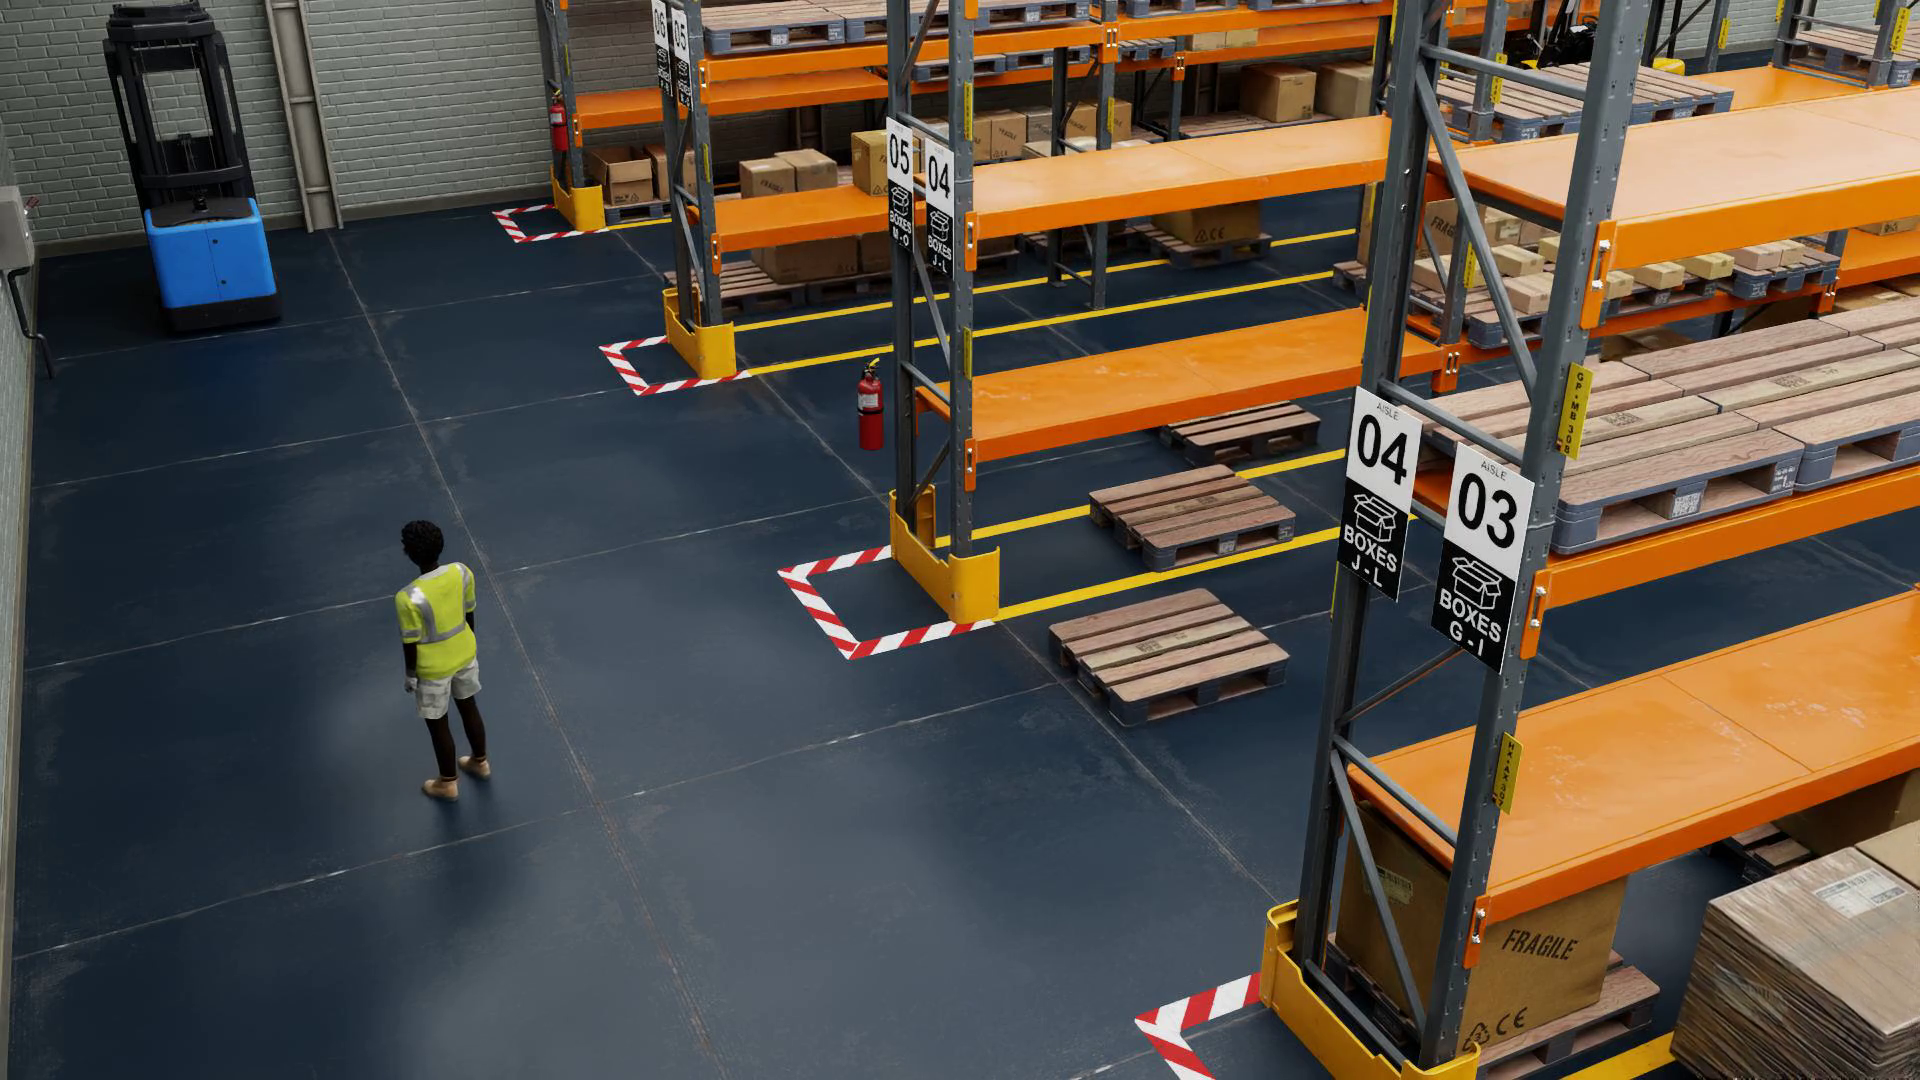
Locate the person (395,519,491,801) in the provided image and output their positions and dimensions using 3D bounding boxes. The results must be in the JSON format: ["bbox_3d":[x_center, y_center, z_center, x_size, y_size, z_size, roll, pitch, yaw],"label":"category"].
[{"bbox_3d":[-2.883,0.666,9.286,0.321,1.686,0.537,14,31,25],"label":"person"}]

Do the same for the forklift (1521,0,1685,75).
[{"bbox_3d":[8.950,-6.807,23.056,1.214,2.155,2.313,-12,30,-22],"label":"forklift"}]

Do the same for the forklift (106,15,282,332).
[{"bbox_3d":[-7.548,-3.672,16.323,1.129,2.768,1.873,-12,30,-22],"label":"forklift"}]
